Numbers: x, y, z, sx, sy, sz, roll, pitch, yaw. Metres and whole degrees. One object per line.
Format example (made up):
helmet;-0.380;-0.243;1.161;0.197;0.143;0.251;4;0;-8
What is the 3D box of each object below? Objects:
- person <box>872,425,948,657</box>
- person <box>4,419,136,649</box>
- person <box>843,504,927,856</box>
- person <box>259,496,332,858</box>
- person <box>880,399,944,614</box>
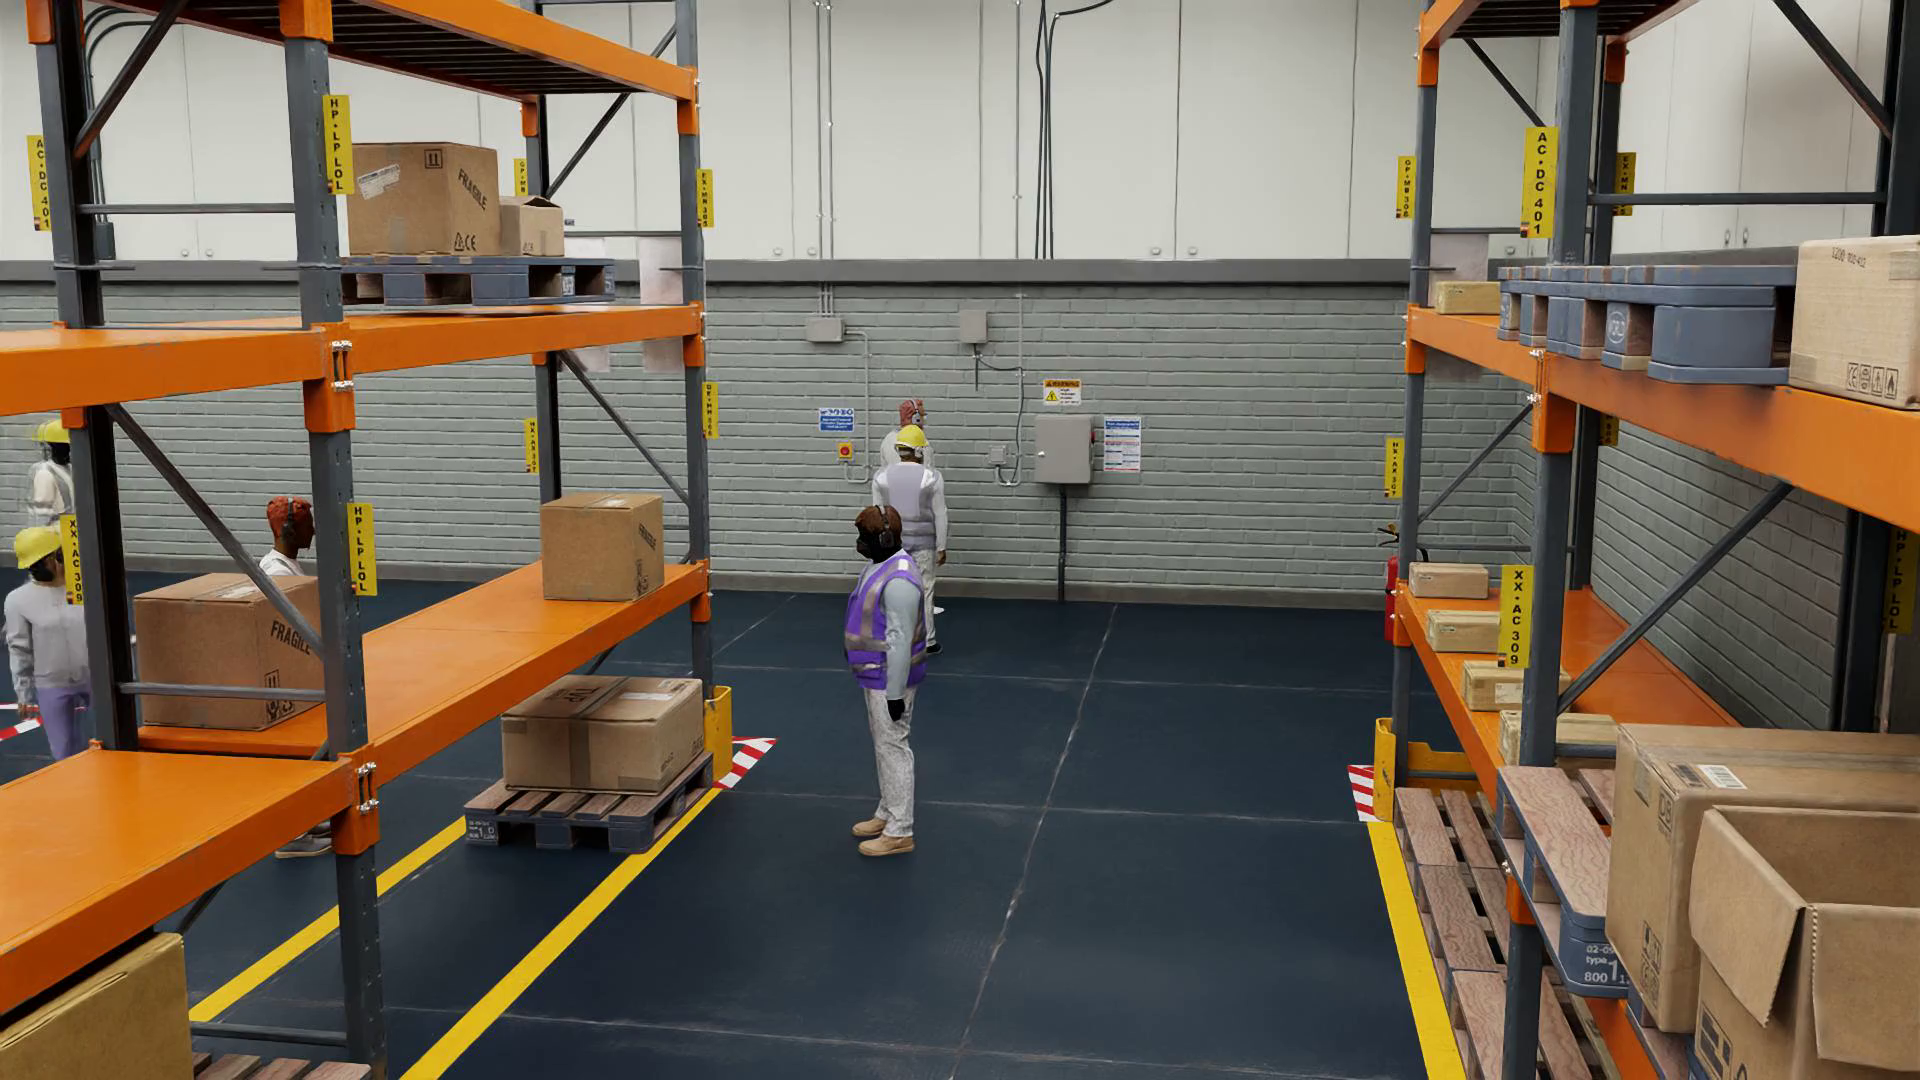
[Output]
person;-0.385;0.012;13.067;0.600;1.828;0.404;2;9;12
person;-7.163;-0.032;13.247;1.026;1.870;0.598;-3;10;-19
person;-0.392;0.721;8.698;0.429;1.837;0.625;-2;9;-11
person;-3.473;0.705;8.655;0.359;1.880;0.575;-3;10;-20
person;-0.413;-0.291;14.709;0.409;1.908;0.639;-8;12;-39
